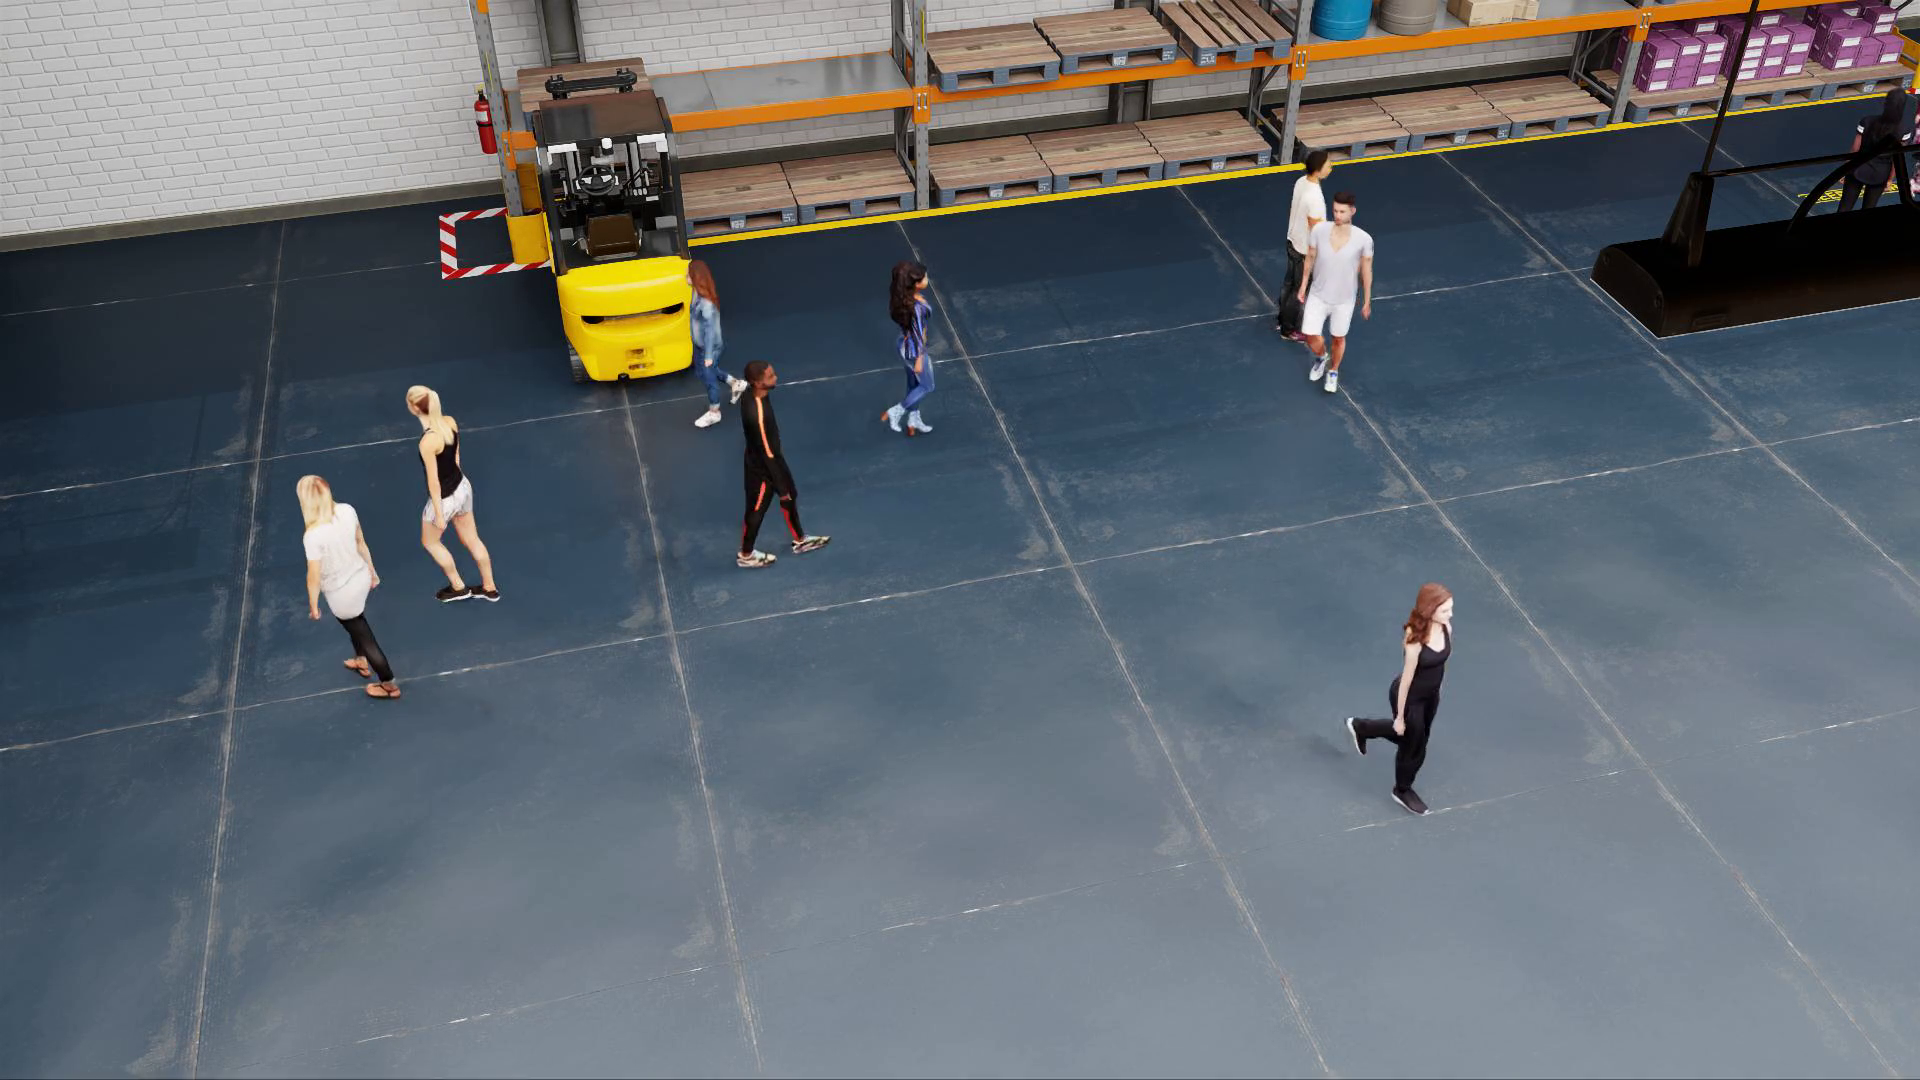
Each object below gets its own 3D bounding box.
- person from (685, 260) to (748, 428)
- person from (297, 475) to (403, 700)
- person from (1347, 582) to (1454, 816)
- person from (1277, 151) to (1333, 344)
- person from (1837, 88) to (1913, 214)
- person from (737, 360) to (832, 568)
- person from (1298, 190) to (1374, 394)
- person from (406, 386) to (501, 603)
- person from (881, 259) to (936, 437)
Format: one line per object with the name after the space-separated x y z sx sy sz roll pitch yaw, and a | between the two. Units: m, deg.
-2.005 -1.626 13.622 0.800 1.465 0.683 -19 42 -22 | person
-3.918 0.347 10.875 0.917 1.809 0.843 14 41 16 | person
2.725 0.921 10.221 0.973 1.729 0.905 -29 47 -31 | person
2.994 -2.585 14.562 0.584 1.799 0.686 -9 39 -11 | person
8.558 -3.437 15.668 0.699 1.742 0.773 16 41 19 | person
-1.506 -0.515 11.977 0.982 1.782 0.749 -5 39 -6 | person
3.137 -2.115 13.938 0.888 1.834 0.980 12 40 15 | person
-3.499 -0.287 11.656 0.834 1.826 0.788 9 40 11 | person
-0.436 -1.504 13.351 0.658 1.612 0.627 -10 40 -12 | person
